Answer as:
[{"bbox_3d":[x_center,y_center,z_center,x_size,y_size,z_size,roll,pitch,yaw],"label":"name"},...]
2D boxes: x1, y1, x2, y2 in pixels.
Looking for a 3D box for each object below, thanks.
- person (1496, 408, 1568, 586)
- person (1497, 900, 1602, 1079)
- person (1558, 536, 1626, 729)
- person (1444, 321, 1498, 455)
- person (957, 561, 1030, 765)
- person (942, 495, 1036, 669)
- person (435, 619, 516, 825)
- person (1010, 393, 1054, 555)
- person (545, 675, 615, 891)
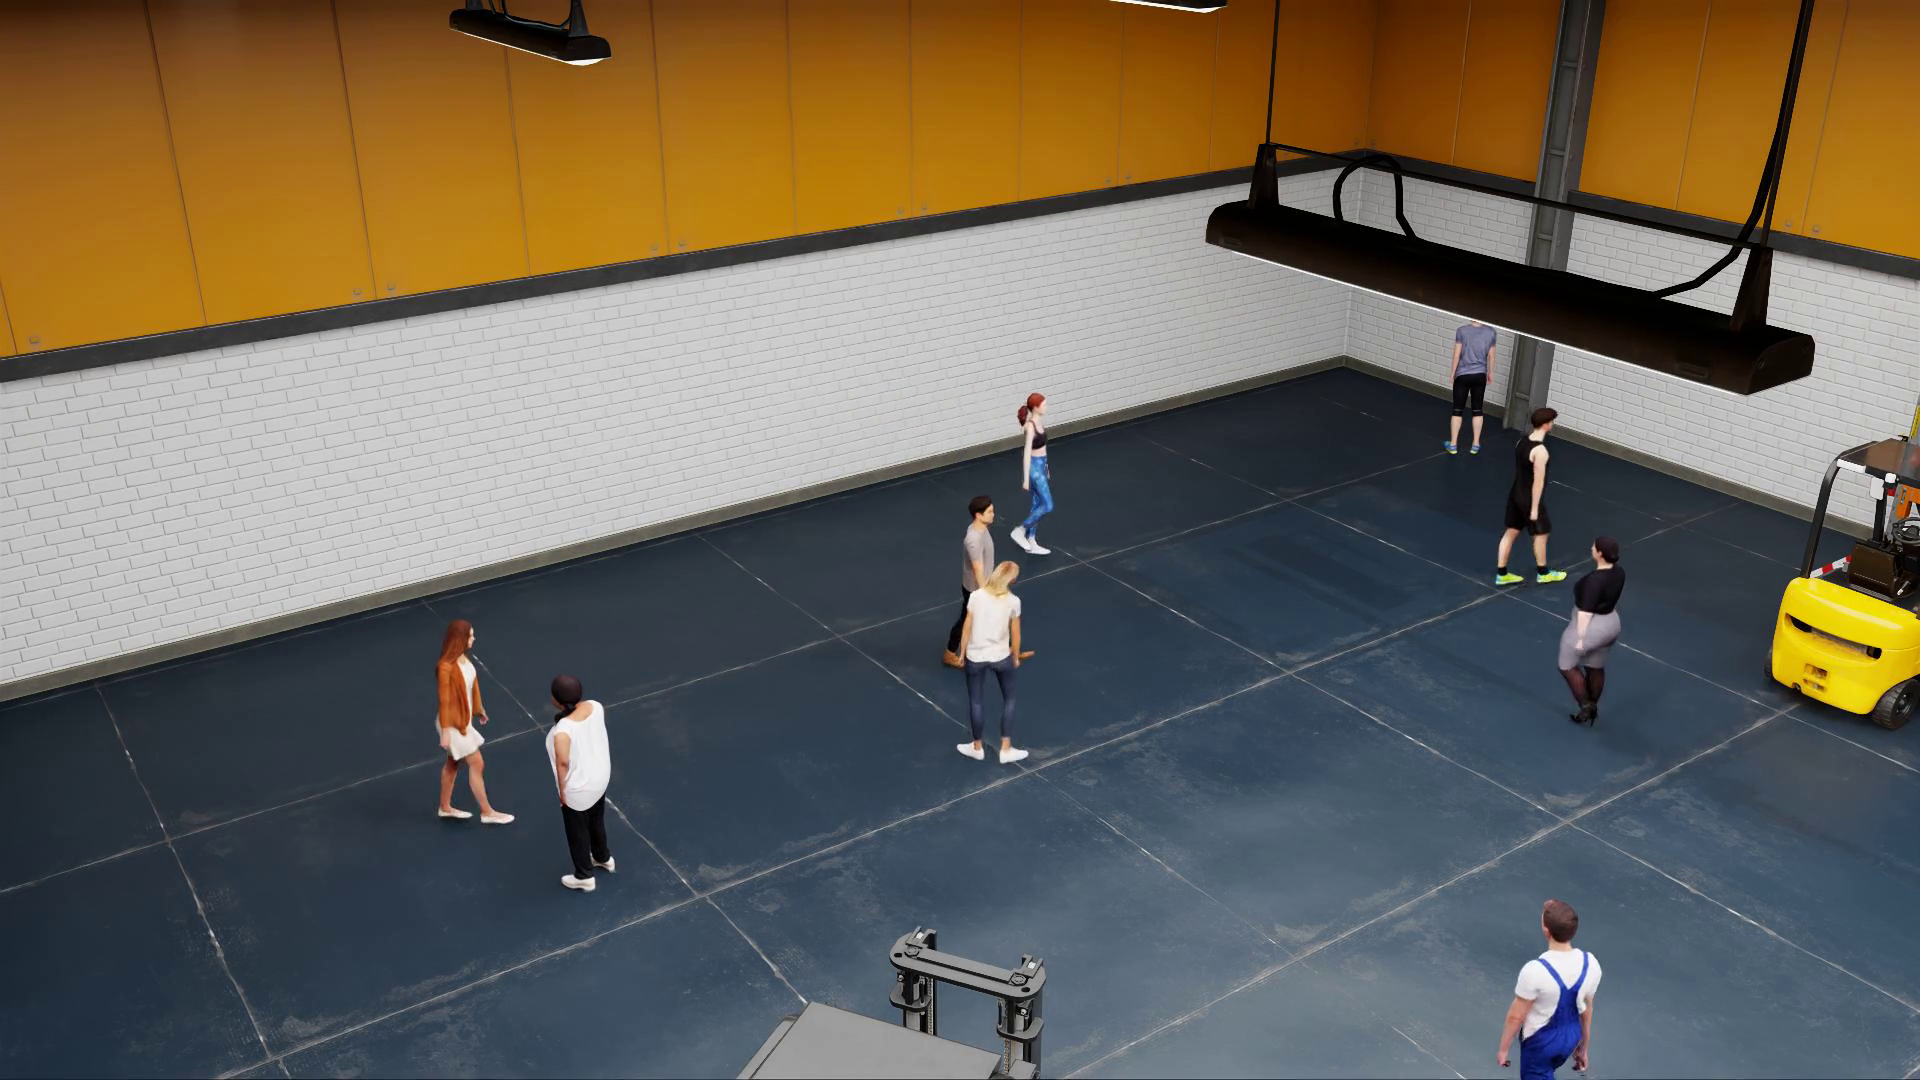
[{"bbox_3d":[5.587,-0.403,16.603,1.002,1.870,1.016,-5,24,-11],"label":"person"},{"bbox_3d":[3.296,2.861,9.182,0.789,1.834,0.853,-5,24,-11],"label":"person"},{"bbox_3d":[5.393,0.818,13.961,0.668,1.749,0.620,-17,29,-33],"label":"person"},{"bbox_3d":[6.198,-1.971,20.173,0.745,1.885,0.789,3,24,6],"label":"person"},{"bbox_3d":[0.210,0.992,13.523,0.825,1.781,0.813,-7,25,-16],"label":"person"},{"bbox_3d":[0.081,0.407,14.989,1.141,1.679,1.062,5,24,11],"label":"person"},{"bbox_3d":[-3.934,1.401,12.707,0.950,1.685,0.930,1,24,1],"label":"person"},{"bbox_3d":[0.714,-0.684,17.366,0.813,1.774,0.752,5,24,11],"label":"person"},{"bbox_3d":[-2.744,1.716,11.987,0.771,1.685,0.754,11,26,24],"label":"person"}]
